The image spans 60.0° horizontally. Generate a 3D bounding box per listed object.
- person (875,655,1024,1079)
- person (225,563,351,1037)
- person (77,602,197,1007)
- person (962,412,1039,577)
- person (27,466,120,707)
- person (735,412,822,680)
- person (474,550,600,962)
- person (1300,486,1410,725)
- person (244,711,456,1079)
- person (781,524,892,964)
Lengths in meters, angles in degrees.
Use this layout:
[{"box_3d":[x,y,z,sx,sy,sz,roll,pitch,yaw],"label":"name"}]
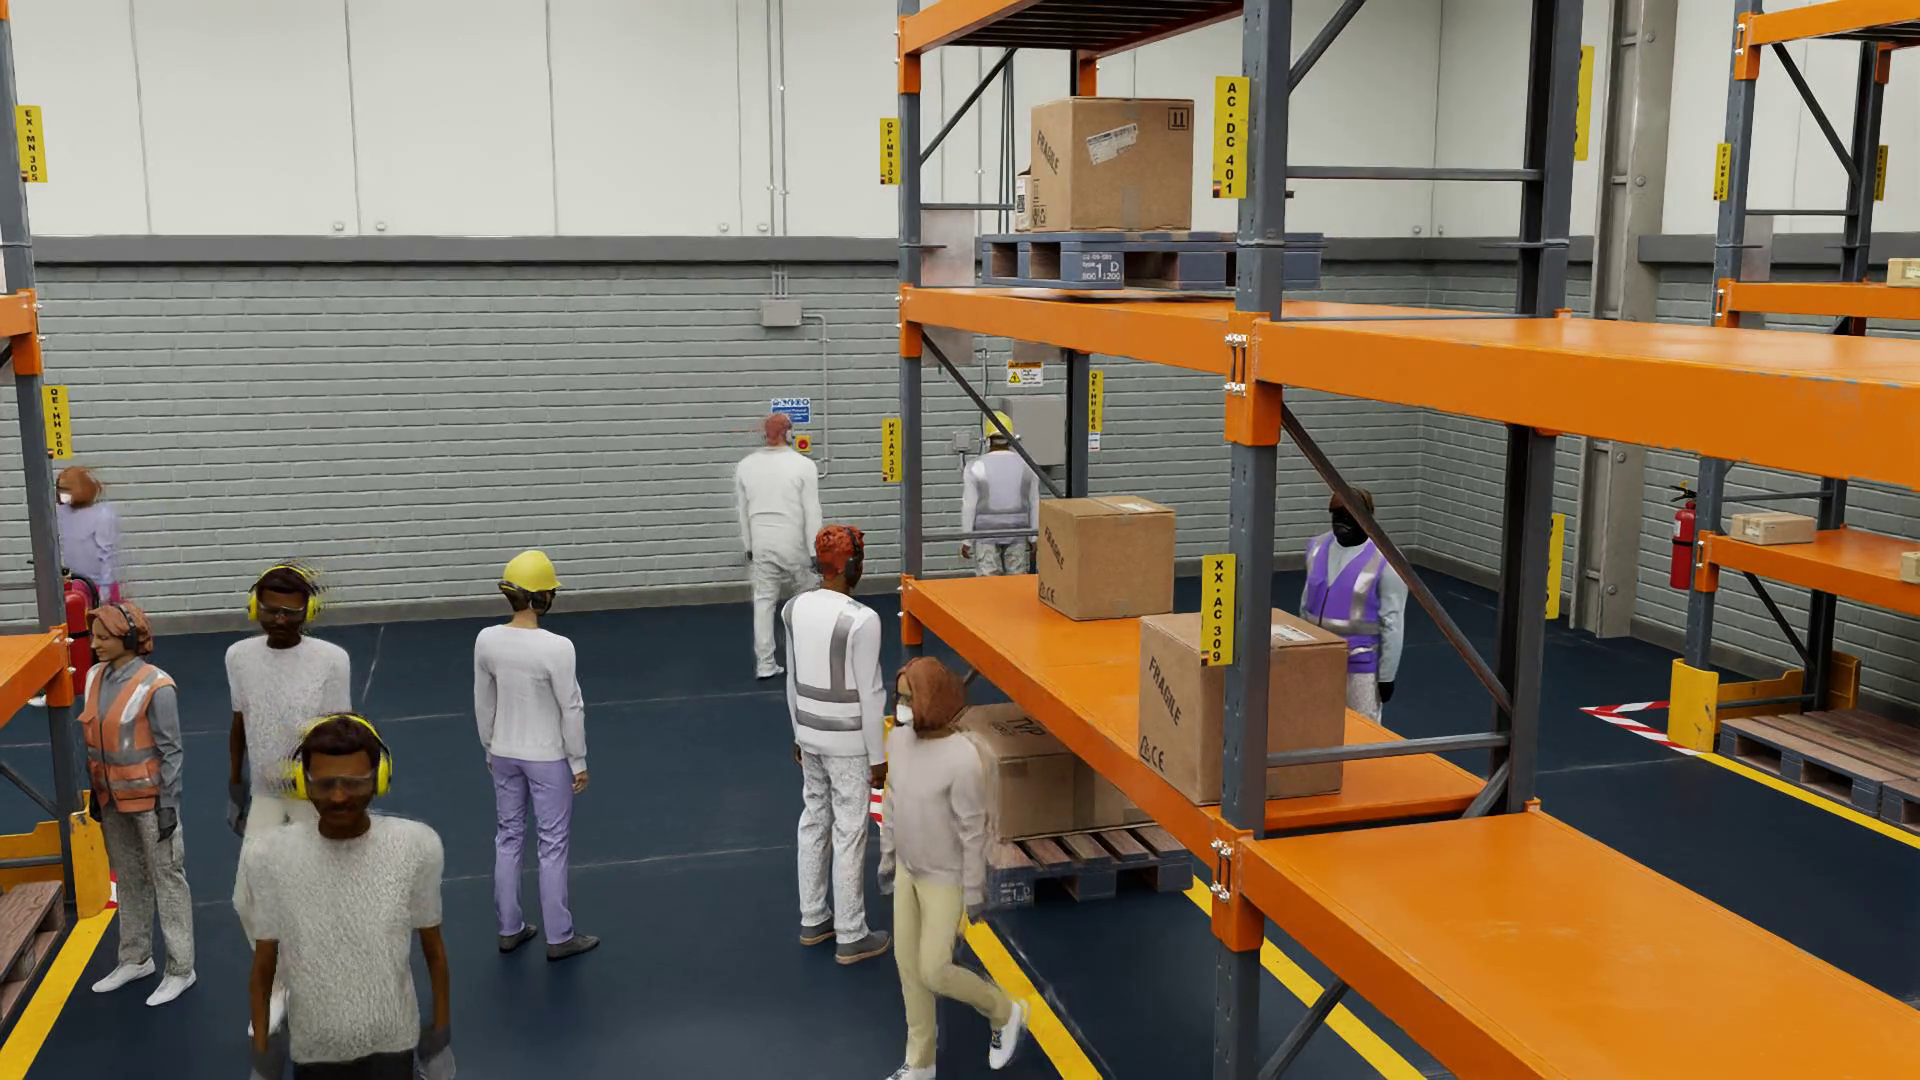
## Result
[{"box_3d":[-0.063,1.196,5.971,0.473,1.617,0.505,-7,12,-35],"label":"person"},{"box_3d":[-2.604,1.012,6.366,0.553,1.843,0.536,1,10,3],"label":"person"},{"box_3d":[-3.325,1.053,6.714,0.517,1.641,0.308,5,11,26],"label":"person"},{"box_3d":[0.296,-0.040,12.400,0.600,1.827,0.404,-2,10,-13],"label":"person"},{"box_3d":[-5.831,0.318,10.985,0.519,1.593,0.785,4,11,20],"label":"person"},{"box_3d":[-1.222,0.027,11.872,0.676,1.877,0.804,4,11,21],"label":"person"},{"box_3d":[-1.816,0.919,7.119,0.533,1.767,0.313,4,11,24],"label":"person"},{"box_3d":[1.997,0.629,8.592,0.429,1.837,0.627,-7,12,-36],"label":"person"},{"box_3d":[-1.623,1.342,4.449,0.530,1.858,0.611,-3,10,-15],"label":"person"},{"box_3d":[-0.523,0.862,7.126,0.358,1.880,0.575,-10,14,-44],"label":"person"}]
